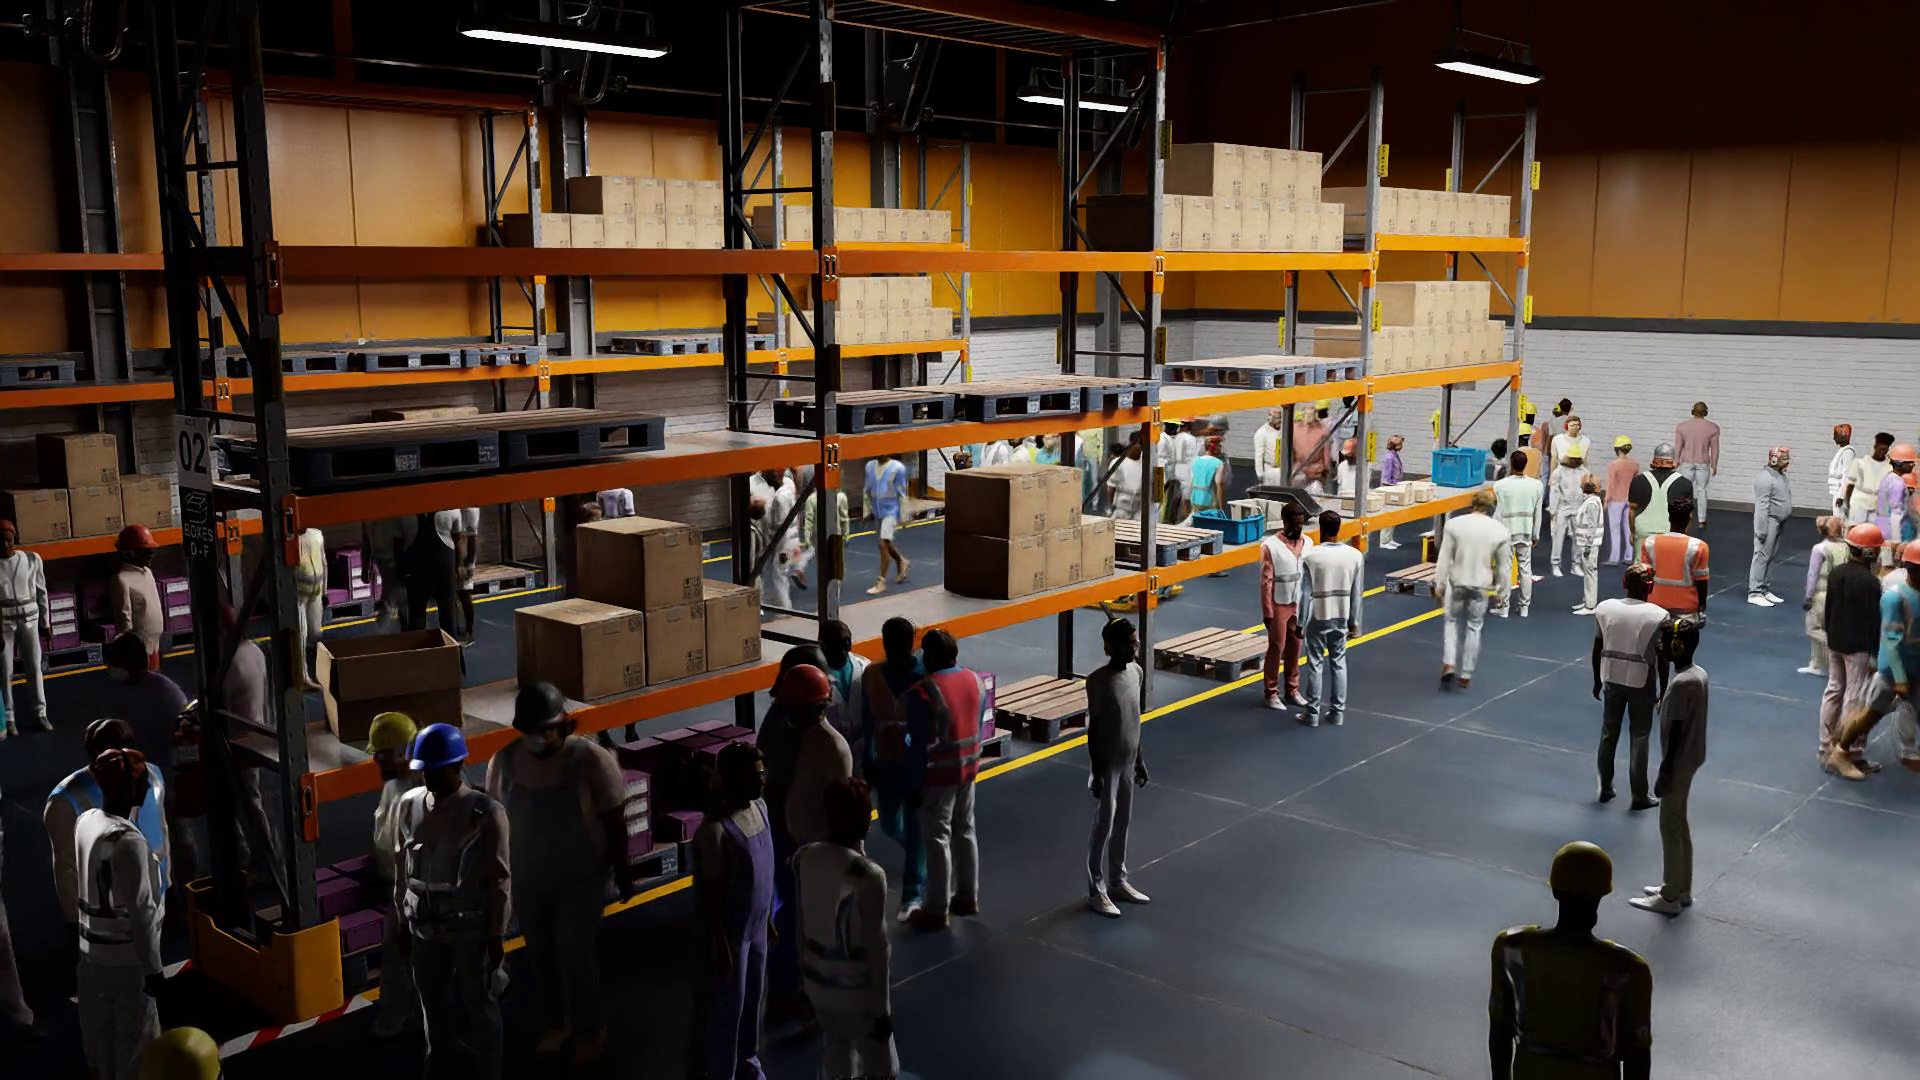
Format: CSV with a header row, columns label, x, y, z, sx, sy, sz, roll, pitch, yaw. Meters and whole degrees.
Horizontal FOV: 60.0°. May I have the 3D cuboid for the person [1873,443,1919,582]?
label,x,y,z,sx,sy,sz,roll,pitch,yaw
person,10.485,-0.067,18.679,0.396,2.044,0.609,3,10,18

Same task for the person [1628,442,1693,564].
label,x,y,z,sx,sy,sz,roll,pitch,yaw
person,7.989,-0.120,19.003,0.685,2.000,0.535,5,11,27

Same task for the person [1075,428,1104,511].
label,x,y,z,sx,sy,sz,roll,pitch,yaw
person,2.081,-1.346,27.157,0.526,1.762,0.339,3,10,18

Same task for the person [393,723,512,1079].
label,x,y,z,sx,sy,sz,roll,pitch,yaw
person,-2.387,1.800,7.814,0.601,1.948,0.386,3,10,16

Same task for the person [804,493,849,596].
label,x,y,z,sx,sy,sz,roll,pitch,yaw
person,-1.580,-0.004,19.639,0.516,1.592,0.784,0,10,-1

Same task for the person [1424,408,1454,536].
label,x,y,z,sx,sy,sz,roll,pitch,yaw
person,7.049,-0.969,24.434,0.385,1.929,0.594,2,10,12

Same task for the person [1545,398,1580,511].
label,x,y,z,sx,sy,sz,roll,pitch,yaw
person,9.795,-1.374,27.045,0.507,1.861,0.329,2,10,13

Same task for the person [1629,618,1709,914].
label,x,y,z,sx,sy,sz,roll,pitch,yaw
person,4.481,1.409,10.442,0.350,1.856,0.519,7,12,34

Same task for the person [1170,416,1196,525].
label,x,y,z,sx,sy,sz,roll,pitch,yaw
person,3.257,-0.931,24.196,0.380,1.930,0.546,-6,11,-31

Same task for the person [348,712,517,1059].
label,x,y,z,sx,sy,sz,roll,pitch,yaw
person,-2.750,1.744,8.668,0.896,1.788,0.611,-8,12,-39

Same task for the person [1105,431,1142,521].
label,x,y,z,sx,sy,sz,roll,pitch,yaw
person,2.154,-0.416,21.050,0.679,1.947,0.490,-1,10,-6

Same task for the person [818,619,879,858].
label,x,y,z,sx,sy,sz,roll,pitch,yaw
person,-0.789,1.396,10.593,0.633,1.834,0.431,-6,11,-32

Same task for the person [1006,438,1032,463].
label,x,y,z,sx,sy,sz,roll,pitch,yaw
person,0.741,-0.549,21.717,0.405,1.990,0.629,-1,10,-7

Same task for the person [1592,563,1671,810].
label,x,y,z,sx,sy,sz,roll,pitch,yaw
person,4.983,1.084,12.394,0.373,1.843,0.571,-9,13,-43

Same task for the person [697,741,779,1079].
label,x,y,z,sx,sy,sz,roll,pitch,yaw
person,-1.024,1.845,7.855,0.345,1.846,0.508,4,10,20

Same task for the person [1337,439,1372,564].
label,x,y,z,sx,sy,sz,roll,pitch,yaw
person,5.211,-0.489,22.165,0.715,1.714,0.572,-8,13,-41

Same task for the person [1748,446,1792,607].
label,x,y,z,sx,sy,sz,roll,pitch,yaw
person,9.620,-0.165,19.699,0.401,1.903,0.643,8,13,41

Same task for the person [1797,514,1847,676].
label,x,y,z,sx,sy,sz,roll,pitch,yaw
person,8.462,0.567,16.141,0.526,1.620,0.547,-7,12,-35

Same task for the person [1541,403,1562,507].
label,x,y,z,sx,sy,sz,roll,pitch,yaw
person,9.828,-1.385,27.424,0.532,1.754,0.342,7,12,38

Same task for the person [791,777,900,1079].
label,x,y,z,sx,sy,sz,roll,pitch,yaw
person,-0.529,1.943,7.181,0.495,1.870,0.583,-8,13,-41

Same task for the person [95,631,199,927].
label,x,y,z,sx,sy,sz,roll,pitch,yaw
person,-4.900,1.473,9.917,0.636,1.892,0.893,2,10,12

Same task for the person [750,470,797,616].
label,x,y,z,sx,sy,sz,roll,pitch,yaw
person,-2.189,-0.069,19.129,0.643,1.900,0.399,-3,10,-15

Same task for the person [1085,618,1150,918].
label,x,y,z,sx,sy,sz,roll,pitch,yaw
person,0.992,1.403,10.420,0.328,1.872,0.513,9,13,42

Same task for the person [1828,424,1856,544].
label,x,y,z,sx,sy,sz,roll,pitch,yaw
person,11.950,-0.642,22.576,0.355,1.887,0.573,4,10,23

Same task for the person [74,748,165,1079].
label,x,y,z,sx,sy,sz,roll,pitch,yaw
person,-3.813,1.870,7.617,0.578,1.879,0.367,9,13,42

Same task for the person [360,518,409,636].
label,x,y,z,sx,sy,sz,roll,pitch,yaw
person,-5.953,0.272,17.102,0.631,1.887,0.999,7,12,37

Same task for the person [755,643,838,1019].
label,x,y,z,sx,sy,sz,roll,pitch,yaw
person,-0.859,1.548,9.045,0.538,2.000,0.693,0,10,-2

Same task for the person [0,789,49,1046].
label,x,y,z,sx,sy,sz,roll,pitch,yaw
person,-5.162,1.789,8.582,0.939,1.714,0.531,5,11,30

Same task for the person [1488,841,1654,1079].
label,x,y,z,sx,sy,sz,roll,pitch,yaw
person,2.286,2.069,6.272,0.587,1.928,0.363,6,11,31

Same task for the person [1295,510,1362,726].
label,x,y,z,sx,sy,sz,roll,pitch,yaw
person,3.224,0.690,14.569,0.599,1.909,0.402,-3,10,-16

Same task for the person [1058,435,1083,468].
label,x,y,z,sx,sy,sz,roll,pitch,yaw
person,1.514,-0.915,24.410,0.568,1.824,0.466,2,10,13

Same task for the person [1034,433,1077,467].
label,x,y,z,sx,sy,sz,roll,pitch,yaw
person,1.308,-0.611,22.535,0.967,1.855,0.673,-9,13,-42

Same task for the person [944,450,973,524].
label,x,y,z,sx,sy,sz,roll,pitch,yaw
person,-0.009,-0.159,19.860,0.350,1.837,0.502,-3,10,-17

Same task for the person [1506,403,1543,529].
label,x,y,z,sx,sy,sz,roll,pitch,yaw
person,8.628,-1.135,25.403,0.383,1.924,0.594,-7,12,-38

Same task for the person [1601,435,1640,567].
label,x,y,z,sx,sy,sz,roll,pitch,yaw
person,8.808,-0.519,22.205,0.533,1.767,0.326,-4,10,-22

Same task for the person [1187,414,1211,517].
label,x,y,z,sx,sy,sz,roll,pitch,yaw
person,3.698,-1.197,25.473,0.619,2.029,0.410,5,11,29

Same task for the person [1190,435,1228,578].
label,x,y,z,sx,sy,sz,roll,pitch,yaw
person,3.187,-0.433,21.474,0.393,1.837,0.564,-6,11,-33

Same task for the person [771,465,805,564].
label,x,y,z,sx,sy,sz,roll,pitch,yaw
person,-2.320,-0.704,22.490,0.685,2.000,0.538,8,13,41

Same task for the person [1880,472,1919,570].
label,x,y,z,sx,sy,sz,roll,pitch,yaw
person,10.546,0.079,18.720,0.355,1.737,0.577,5,11,26

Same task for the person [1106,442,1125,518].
label,x,y,z,sx,sy,sz,roll,pitch,yaw
person,2.086,-0.475,22.178,0.407,1.682,0.549,-3,10,-18
